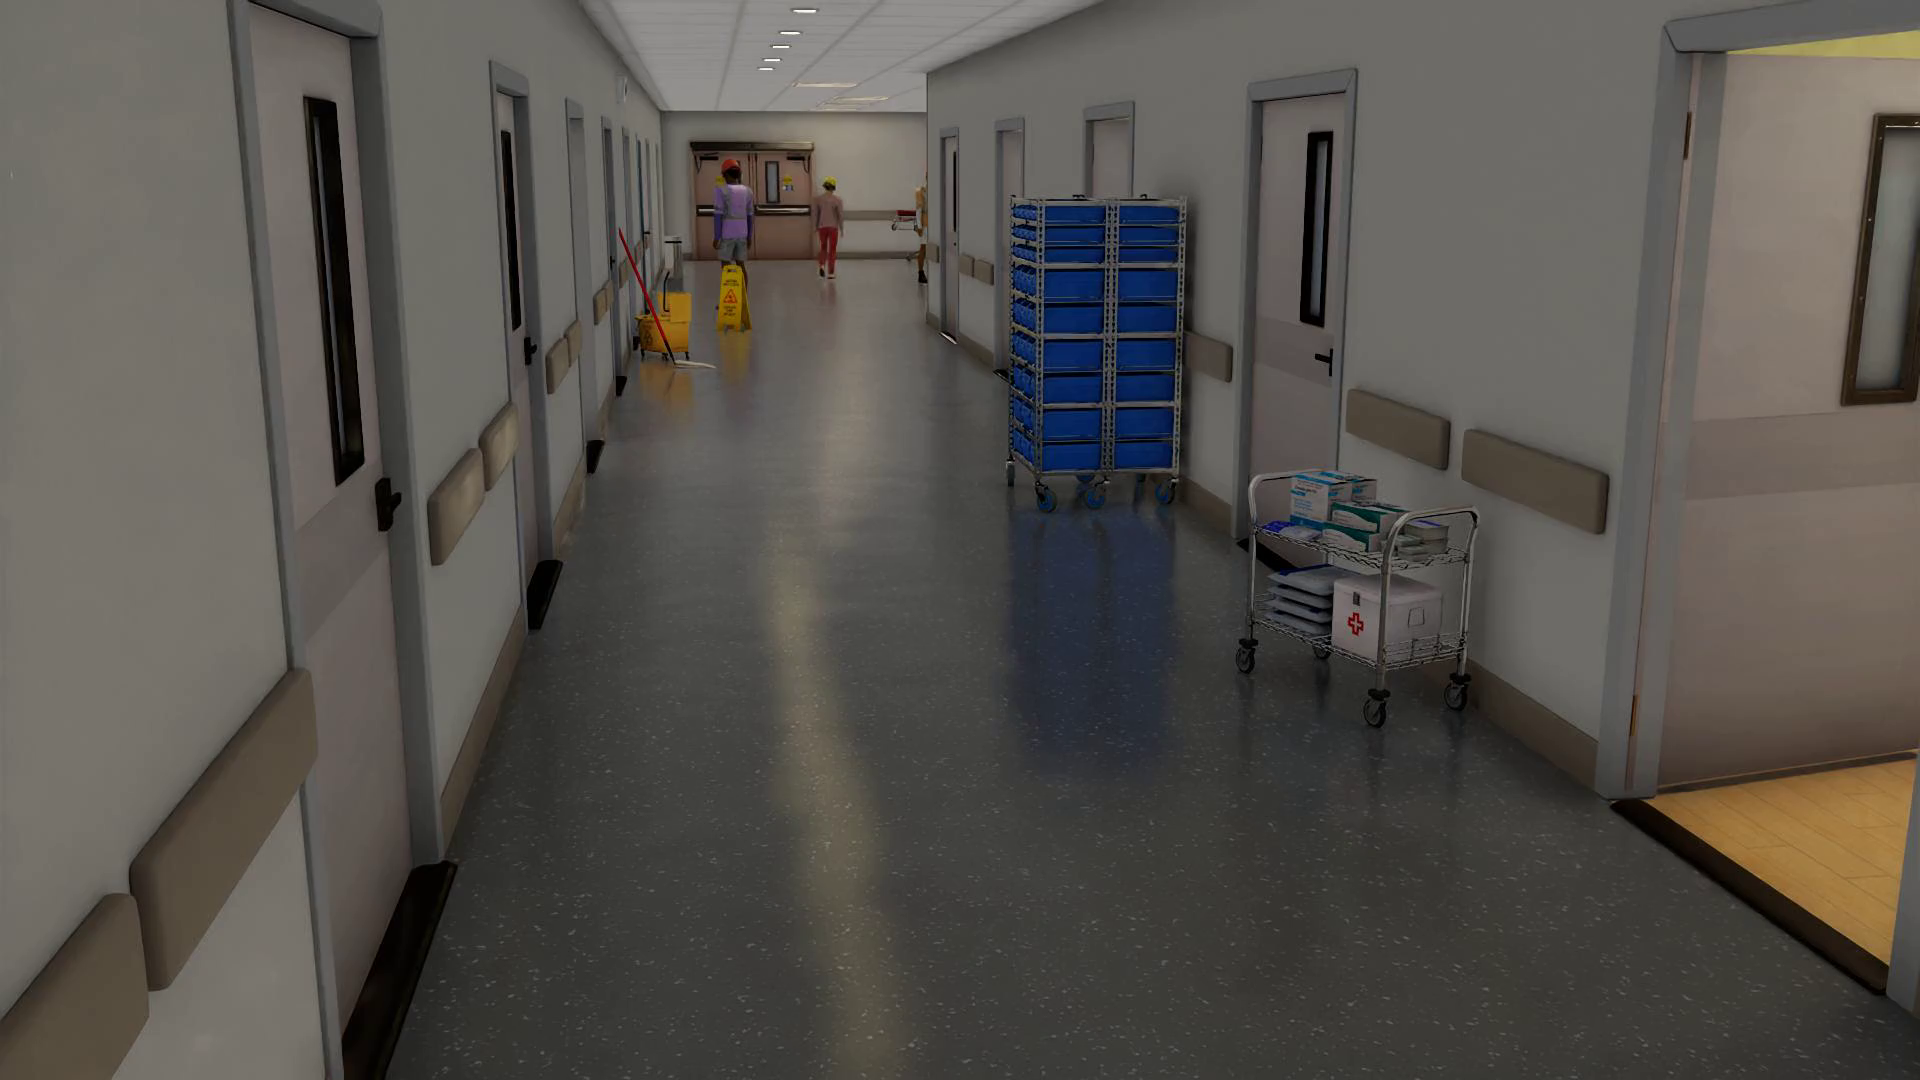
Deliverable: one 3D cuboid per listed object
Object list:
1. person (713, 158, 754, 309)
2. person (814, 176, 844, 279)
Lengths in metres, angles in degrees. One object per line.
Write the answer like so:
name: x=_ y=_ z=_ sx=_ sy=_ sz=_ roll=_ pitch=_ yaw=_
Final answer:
person: x=-3.093 y=-4.149 z=22.617 sx=0.615 sy=2.028 sz=0.409 roll=-11 pitch=17 yaw=-41
person: x=-2.265 y=-5.402 z=28.788 sx=0.544 sy=1.749 sz=0.394 roll=3 pitch=13 yaw=14
